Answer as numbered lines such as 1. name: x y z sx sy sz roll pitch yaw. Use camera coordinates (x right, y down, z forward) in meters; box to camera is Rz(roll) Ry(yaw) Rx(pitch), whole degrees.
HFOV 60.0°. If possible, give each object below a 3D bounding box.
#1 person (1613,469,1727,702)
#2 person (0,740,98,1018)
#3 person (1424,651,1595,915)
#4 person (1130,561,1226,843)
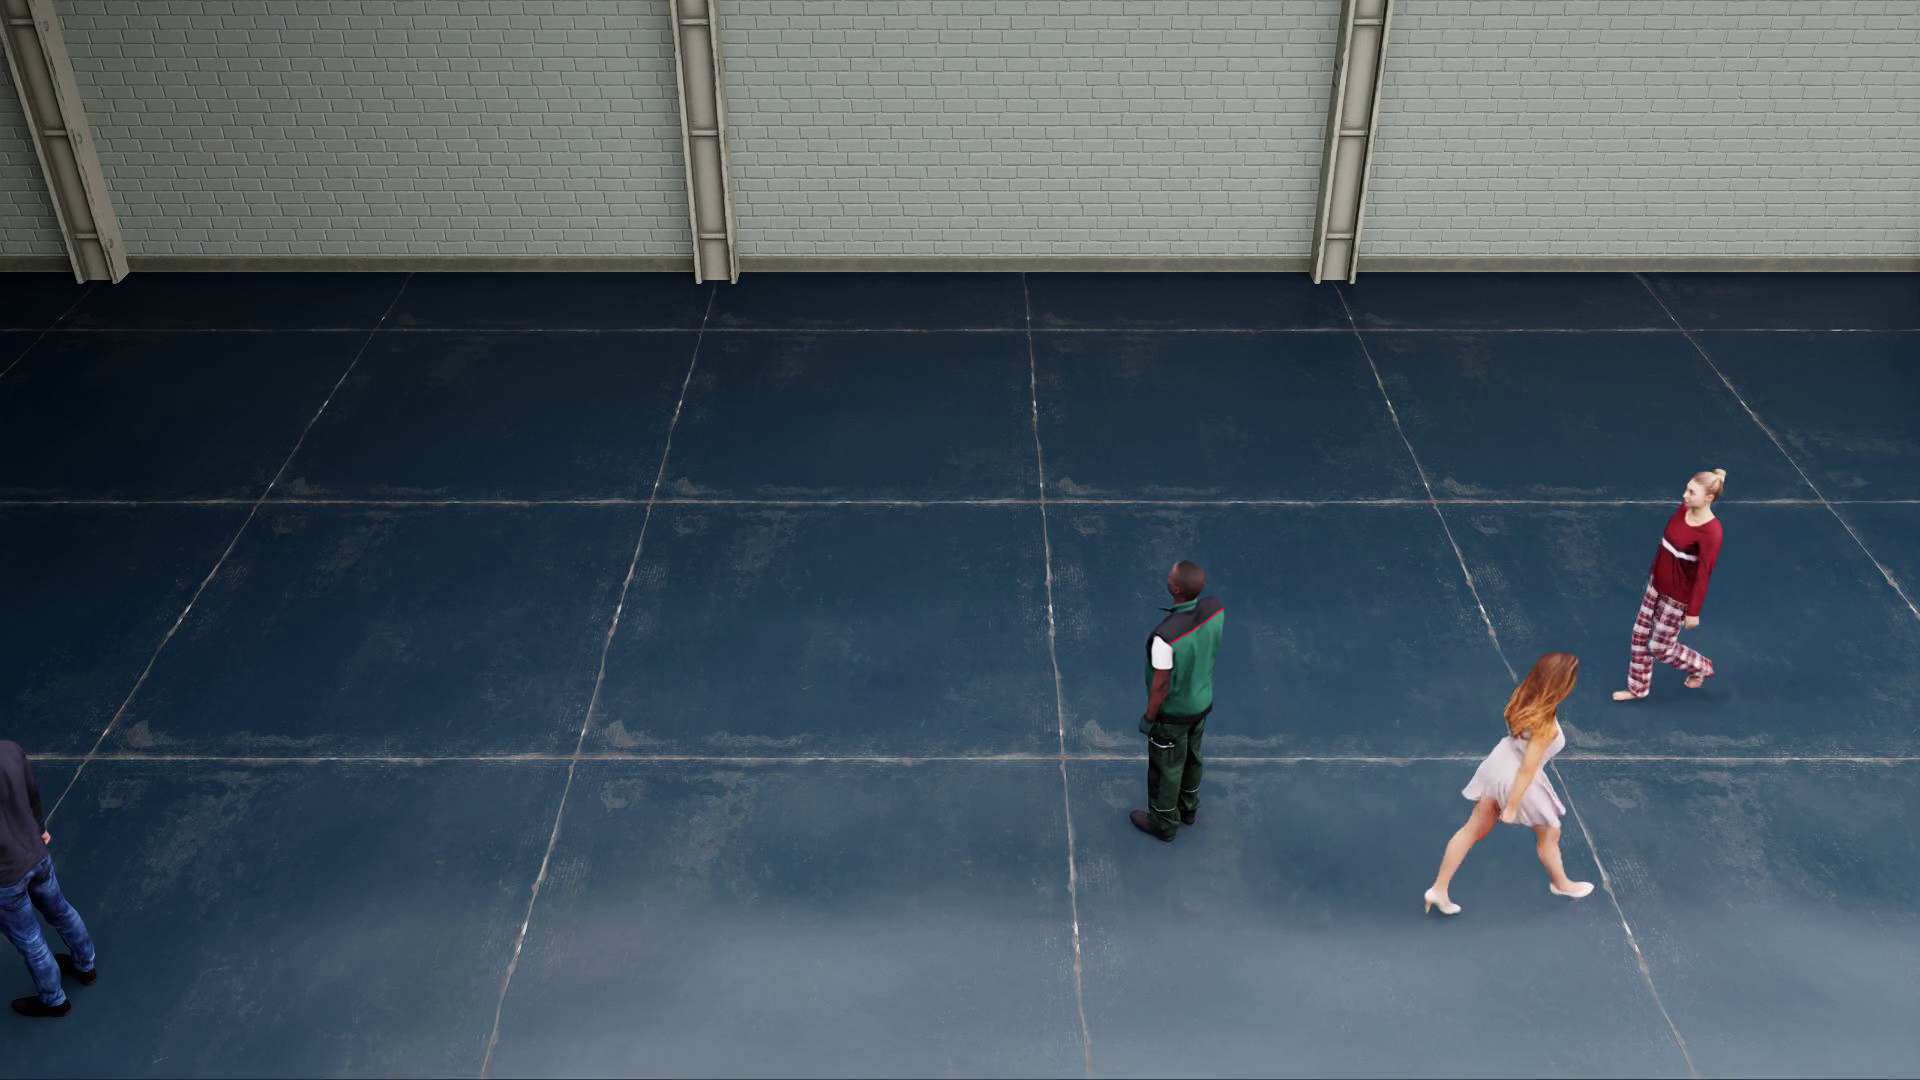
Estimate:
1. person: 4.469 0.310 10.271 0.851 1.680 0.691 -4 33 -7
2. person: -4.643 1.571 8.135 0.652 1.895 0.720 7 34 11
3. person: 2.792 1.328 8.674 1.159 1.715 0.595 -1 33 -2
4. person: 1.217 0.893 9.228 0.774 1.839 0.841 -27 42 -35
